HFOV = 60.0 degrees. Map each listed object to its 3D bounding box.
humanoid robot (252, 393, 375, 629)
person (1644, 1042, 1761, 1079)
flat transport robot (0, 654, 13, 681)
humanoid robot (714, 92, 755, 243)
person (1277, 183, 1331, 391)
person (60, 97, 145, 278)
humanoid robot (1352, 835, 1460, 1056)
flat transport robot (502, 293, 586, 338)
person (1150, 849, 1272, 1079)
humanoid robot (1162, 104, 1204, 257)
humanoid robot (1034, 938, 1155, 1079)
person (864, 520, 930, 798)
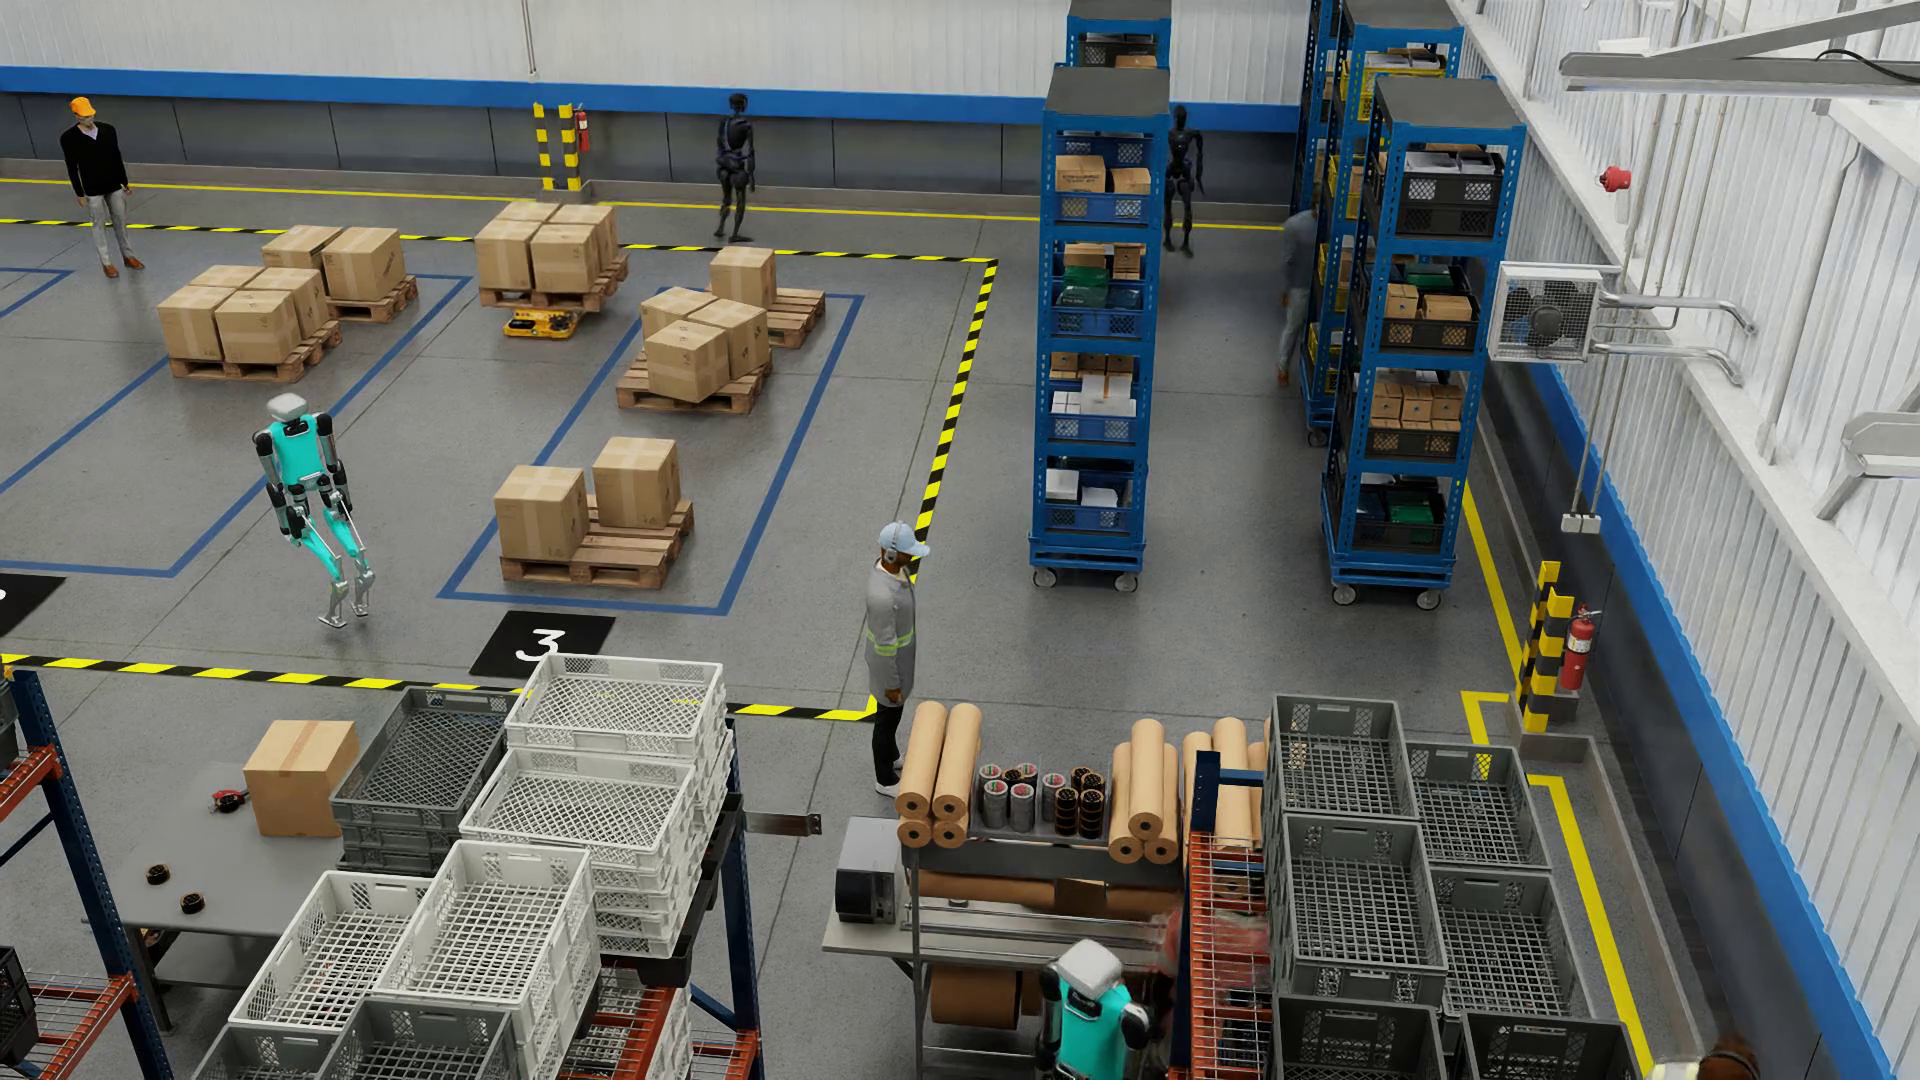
[{"bbox_3d":[-4.312,-0.141,11.319,0.533,1.680,0.735,-26,39,-37],"label":"humanoid robot"},{"bbox_3d":[3.004,2.586,6.720,0.645,1.799,0.843,17,34,26],"label":"person"},{"bbox_3d":[-7.142,0.969,11.010,1.431,0.231,0.659,3,30,6],"label":"flat transport robot"},{"bbox_3d":[-2.510,-4.098,18.309,0.607,1.636,0.406,22,37,33],"label":"humanoid robot"},{"bbox_3d":[3.153,-2.276,14.925,0.633,1.937,0.349,-2,30,-3],"label":"person"},{"bbox_3d":[-8.969,-3.691,17.422,0.411,1.884,0.593,21,36,31],"label":"person"},{"bbox_3d":[2.064,2.062,7.761,0.597,1.626,0.727,15,34,24],"label":"humanoid robot"},{"bbox_3d":[-4.065,-2.416,16.796,0.652,0.197,1.431,3,30,6],"label":"flat transport robot"},{"bbox_3d":[1.087,2.113,7.405,0.813,1.931,0.370,7,31,11],"label":"person"},{"bbox_3d":[2.347,-3.889,17.957,0.605,1.641,0.514,-4,30,-6],"label":"humanoid robot"},{"bbox_3d":[0.392,2.568,6.914,0.546,1.899,0.760,23,37,34],"label":"humanoid robot"},{"bbox_3d":[-0.370,0.702,9.898,0.392,1.848,0.586,2,30,3],"label":"person"}]
